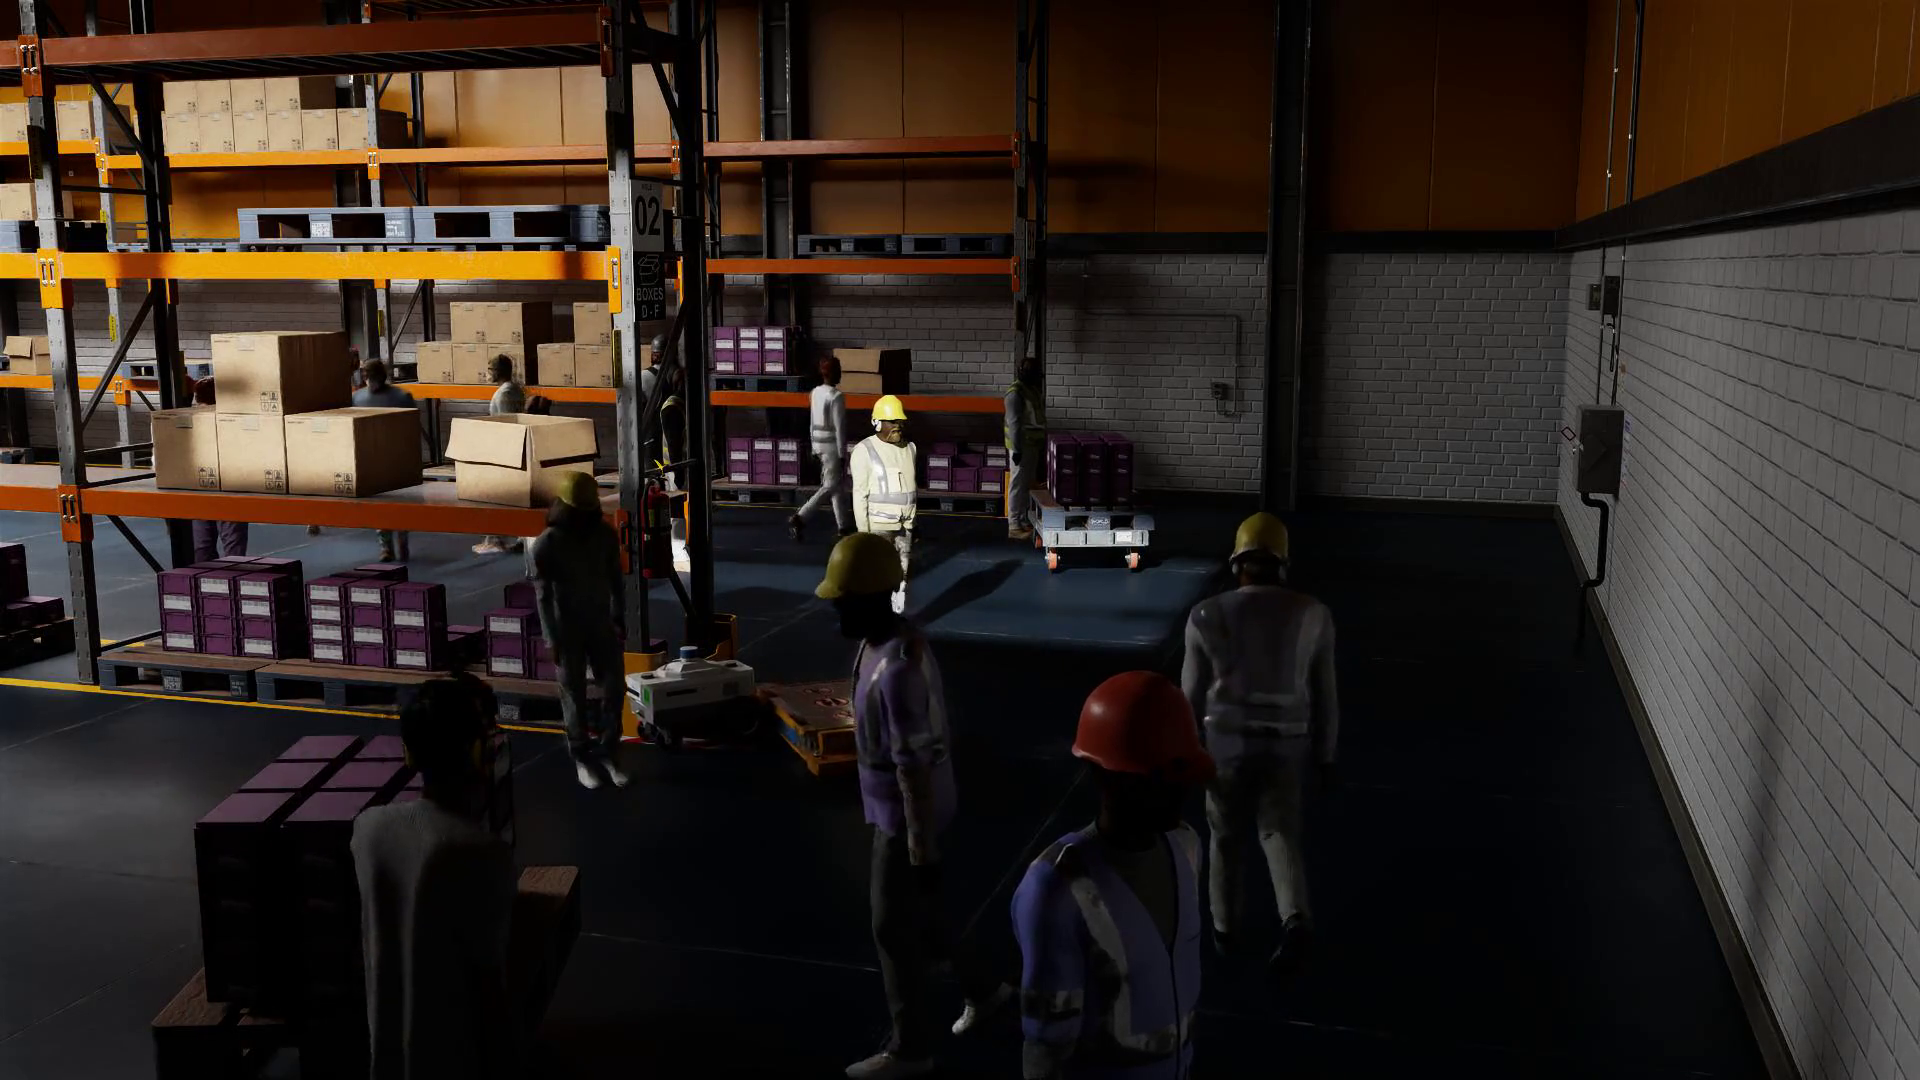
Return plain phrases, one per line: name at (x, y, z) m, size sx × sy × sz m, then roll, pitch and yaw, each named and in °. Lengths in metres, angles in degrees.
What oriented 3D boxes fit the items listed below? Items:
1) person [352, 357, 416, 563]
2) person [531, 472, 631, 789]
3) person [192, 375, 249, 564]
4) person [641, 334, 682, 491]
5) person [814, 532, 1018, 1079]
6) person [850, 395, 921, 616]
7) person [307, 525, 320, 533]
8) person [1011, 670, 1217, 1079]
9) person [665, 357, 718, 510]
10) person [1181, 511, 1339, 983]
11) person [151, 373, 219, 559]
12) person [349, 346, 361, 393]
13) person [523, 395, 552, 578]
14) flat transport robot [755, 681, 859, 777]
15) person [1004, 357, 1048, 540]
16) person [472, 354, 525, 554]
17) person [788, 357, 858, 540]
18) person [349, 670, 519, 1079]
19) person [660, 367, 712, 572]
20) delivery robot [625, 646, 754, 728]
person at (-5.329, -0.723, 15.348) m, size 0.638 × 1.913 × 0.568 m, roll -1°, pitch 9°, yaw -6°
person at (-1.960, 0.478, 8.647) m, size 0.517 × 1.700 × 0.479 m, roll -6°, pitch 11°, yaw -33°
person at (-5.762, -0.322, 12.933) m, size 0.636 × 1.911 × 0.406 m, roll 1°, pitch 9°, yaw 6°
person at (-3.145, -1.158, 17.623) m, size 0.682 × 2.000 × 0.536 m, roll -5°, pitch 10°, yaw -27°
person at (-0.145, 0.893, 5.561) m, size 0.658 × 1.897 × 0.617 m, roll -1°, pitch 9°, yaw -8°
person at (-0.509, -0.131, 11.994) m, size 0.404 × 1.831 × 0.600 m, roll 9°, pitch 13°, yaw 43°
person at (-6.733, -1.061, 17.358) m, size 0.602 × 1.947 × 1.042 m, roll -4°, pitch 10°, yaw -23°
person at (0.348, 1.214, 3.480) m, size 0.379 × 1.938 × 0.547 m, roll 8°, pitch 12°, yaw 40°
person at (-3.104, -1.220, 18.464) m, size 0.794 × 1.895 × 0.437 m, roll -2°, pitch 10°, yaw -14°
person at (1.152, 0.801, 6.423) m, size 0.619 × 1.801 × 0.718 m, roll 0°, pitch 9°, yaw 3°
person at (-6.049, -0.357, 13.050) m, size 0.547 × 1.938 × 0.378 m, roll 0°, pitch 9°, yaw -2°
person at (-6.936, -1.273, 18.878) m, size 0.580 × 1.856 × 0.590 m, roll 0°, pitch 9°, yaw 2°
person at (-3.691, -0.448, 14.518) m, size 0.314 × 1.639 × 0.514 m, roll -3°, pitch 10°, yaw -20°
flat transport robot at (-0.708, 1.044, 9.581) m, size 0.652 × 0.197 × 1.431 m, roll -4°, pitch 10°, yaw -21°
person at (0.674, -0.935, 16.878) m, size 0.430 × 1.839 × 0.626 m, roll 4°, pitch 10°, yaw 21°
person at (-4.421, -0.815, 15.894) m, size 0.725 × 1.916 × 0.662 m, roll 0°, pitch 9°, yaw -2°
person at (-1.356, -0.907, 16.678) m, size 0.857 × 1.858 × 0.577 m, roll -6°, pitch 11°, yaw -33°
person at (-1.139, 1.205, 3.901) m, size 0.500 × 1.820 × 0.946 m, roll 4°, pitch 10°, yaw 24°
person at (-2.466, -0.641, 15.076) m, size 0.429 × 1.844 × 0.627 m, roll 1°, pitch 9°, yaw 7°
delivery robot at (-1.558, 0.856, 9.582) m, size 0.707 × 0.478 × 0.477 m, roll -6°, pitch 11°, yaw -33°
